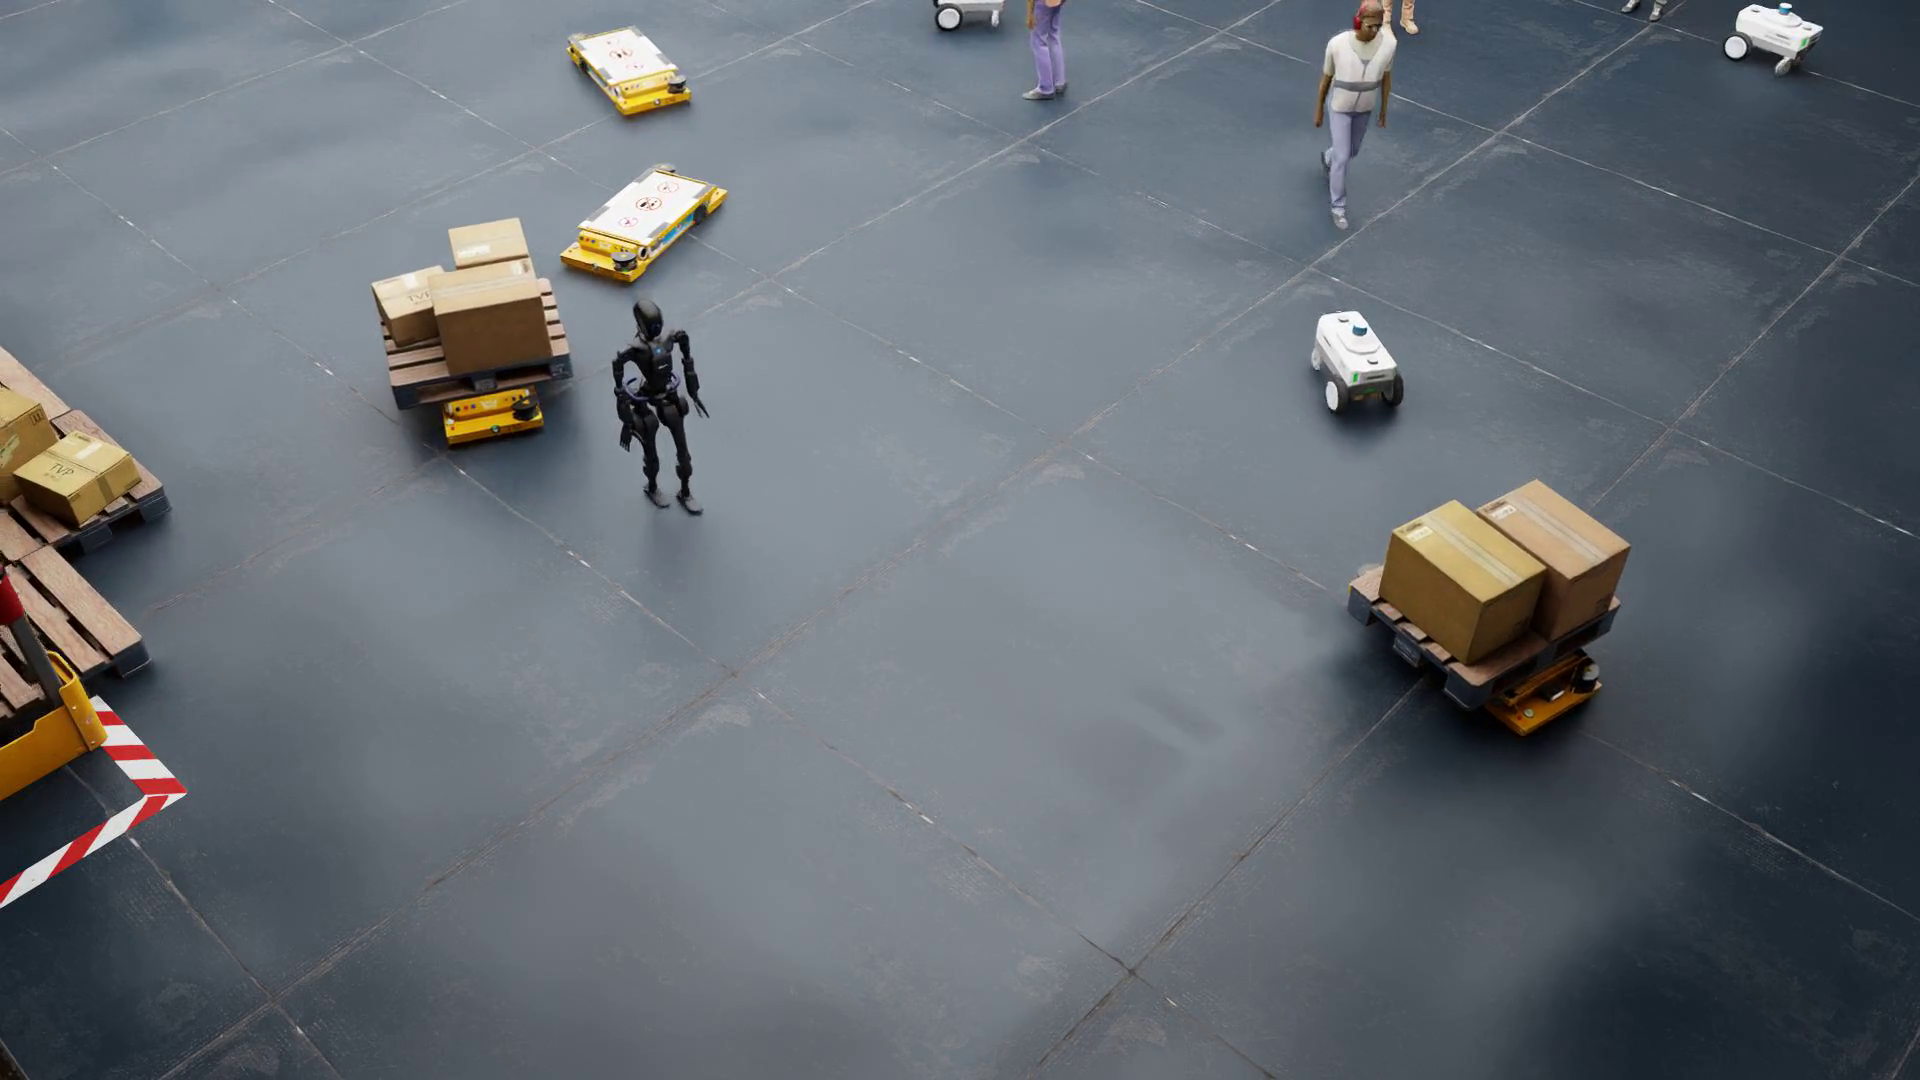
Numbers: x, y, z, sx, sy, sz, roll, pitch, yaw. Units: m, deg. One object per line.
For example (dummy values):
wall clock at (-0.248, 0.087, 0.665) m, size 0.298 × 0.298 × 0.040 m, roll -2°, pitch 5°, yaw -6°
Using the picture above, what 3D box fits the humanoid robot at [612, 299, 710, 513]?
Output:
humanoid robot at (-1.894, -0.854, 10.431) m, size 0.601 × 1.636 × 0.521 m, roll -27°, pitch 48°, yaw -26°

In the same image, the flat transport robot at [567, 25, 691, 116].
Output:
flat transport robot at (-3.078, -4.365, 15.377) m, size 0.659 × 0.231 × 1.431 m, roll -21°, pitch 46°, yaw -22°

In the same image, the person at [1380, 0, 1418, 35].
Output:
person at (4.277, -5.630, 15.678) m, size 0.471 × 1.747 × 0.321 m, roll -8°, pitch 43°, yaw -9°

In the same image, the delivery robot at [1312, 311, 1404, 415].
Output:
delivery robot at (2.787, -1.261, 11.722) m, size 0.499 × 0.606 × 0.794 m, roll -9°, pitch 43°, yaw -10°

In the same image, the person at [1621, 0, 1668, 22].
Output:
person at (6.793, -5.934, 15.955) m, size 0.562 × 1.834 × 0.406 m, roll 25°, pitch 48°, yaw 25°

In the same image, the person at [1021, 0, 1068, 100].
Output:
person at (0.767, -4.762, 14.656) m, size 0.420 × 1.822 × 0.624 m, roll 23°, pitch 47°, yaw 24°

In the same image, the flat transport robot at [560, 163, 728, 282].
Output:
flat transport robot at (-2.529, -2.570, 13.382) m, size 0.659 × 0.231 × 1.431 m, roll 18°, pitch 45°, yaw 19°

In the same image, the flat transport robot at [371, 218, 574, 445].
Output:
flat transport robot at (-3.419, -1.225, 11.887) m, size 0.659 × 0.231 × 1.431 m, roll -13°, pitch 44°, yaw -14°

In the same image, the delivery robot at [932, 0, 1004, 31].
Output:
delivery robot at (0.074, -5.288, 16.204) m, size 0.785 × 0.614 × 0.525 m, roll -2°, pitch 42°, yaw -2°

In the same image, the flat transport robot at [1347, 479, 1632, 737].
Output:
flat transport robot at (3.057, 0.545, 9.920) m, size 0.659 × 0.231 × 1.431 m, roll -24°, pitch 47°, yaw -24°

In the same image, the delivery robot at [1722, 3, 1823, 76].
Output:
delivery robot at (7.612, -4.728, 15.555) m, size 0.517 × 0.578 × 0.746 m, roll -31°, pitch 51°, yaw -30°

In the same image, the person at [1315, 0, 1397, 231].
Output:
person at (3.099, -3.468, 13.233) m, size 0.571 × 1.811 × 0.841 m, roll -8°, pitch 43°, yaw -9°
